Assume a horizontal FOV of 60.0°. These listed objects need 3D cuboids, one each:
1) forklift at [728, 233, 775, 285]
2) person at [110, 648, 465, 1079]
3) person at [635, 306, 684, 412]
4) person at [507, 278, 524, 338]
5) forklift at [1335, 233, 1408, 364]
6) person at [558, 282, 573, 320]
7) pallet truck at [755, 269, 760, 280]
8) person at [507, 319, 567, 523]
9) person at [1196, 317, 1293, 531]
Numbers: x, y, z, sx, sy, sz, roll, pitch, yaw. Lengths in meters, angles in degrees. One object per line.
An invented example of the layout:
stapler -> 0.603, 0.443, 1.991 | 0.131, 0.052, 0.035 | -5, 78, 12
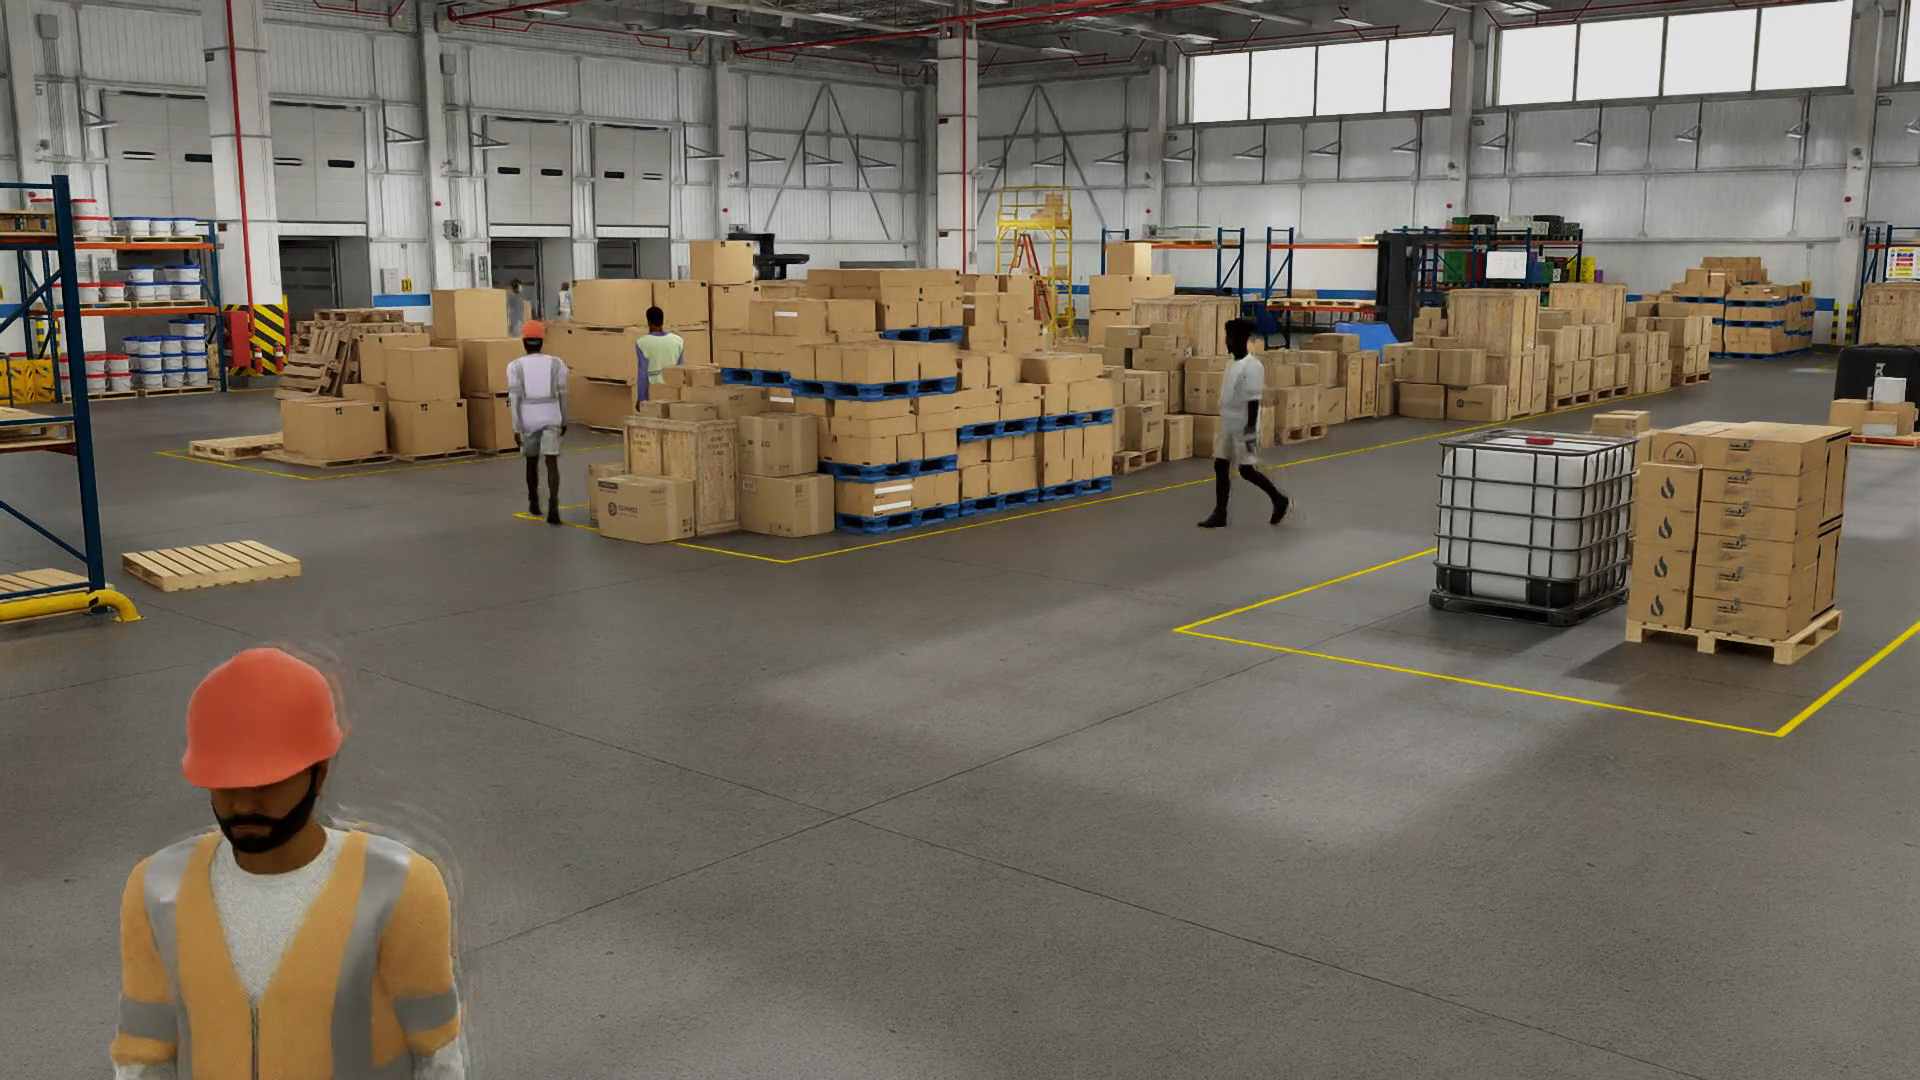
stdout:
forklift -> -3.960, -4.461, 31.792 | 1.873, 2.768, 1.129 | 8, 13, 40
person -> -1.134, 1.121, 2.778 | 0.546, 1.896, 0.962 | 0, 10, 2
person -> -3.276, -1.595, 18.225 | 0.587, 1.914, 0.390 | -8, 13, -40
person -> -9.608, -4.676, 35.790 | 0.891, 1.914, 0.637 | 0, 10, 1
forklift -> 8.384, -4.593, 32.542 | 1.873, 2.768, 1.129 | -1, 10, -4
person -> -11.064, -6.408, 46.525 | 0.534, 1.597, 0.846 | 9, 13, 41
pallet truck -> -4.996, -6.432, 45.525 | 1.885, 1.965, 0.823 | -6, 12, -32
person -> -3.940, -1.112, 15.560 | 0.541, 1.896, 1.016 | -3, 10, -16
person -> 2.582, -1.038, 14.992 | 0.833, 1.938, 0.620 | -3, 10, -17
